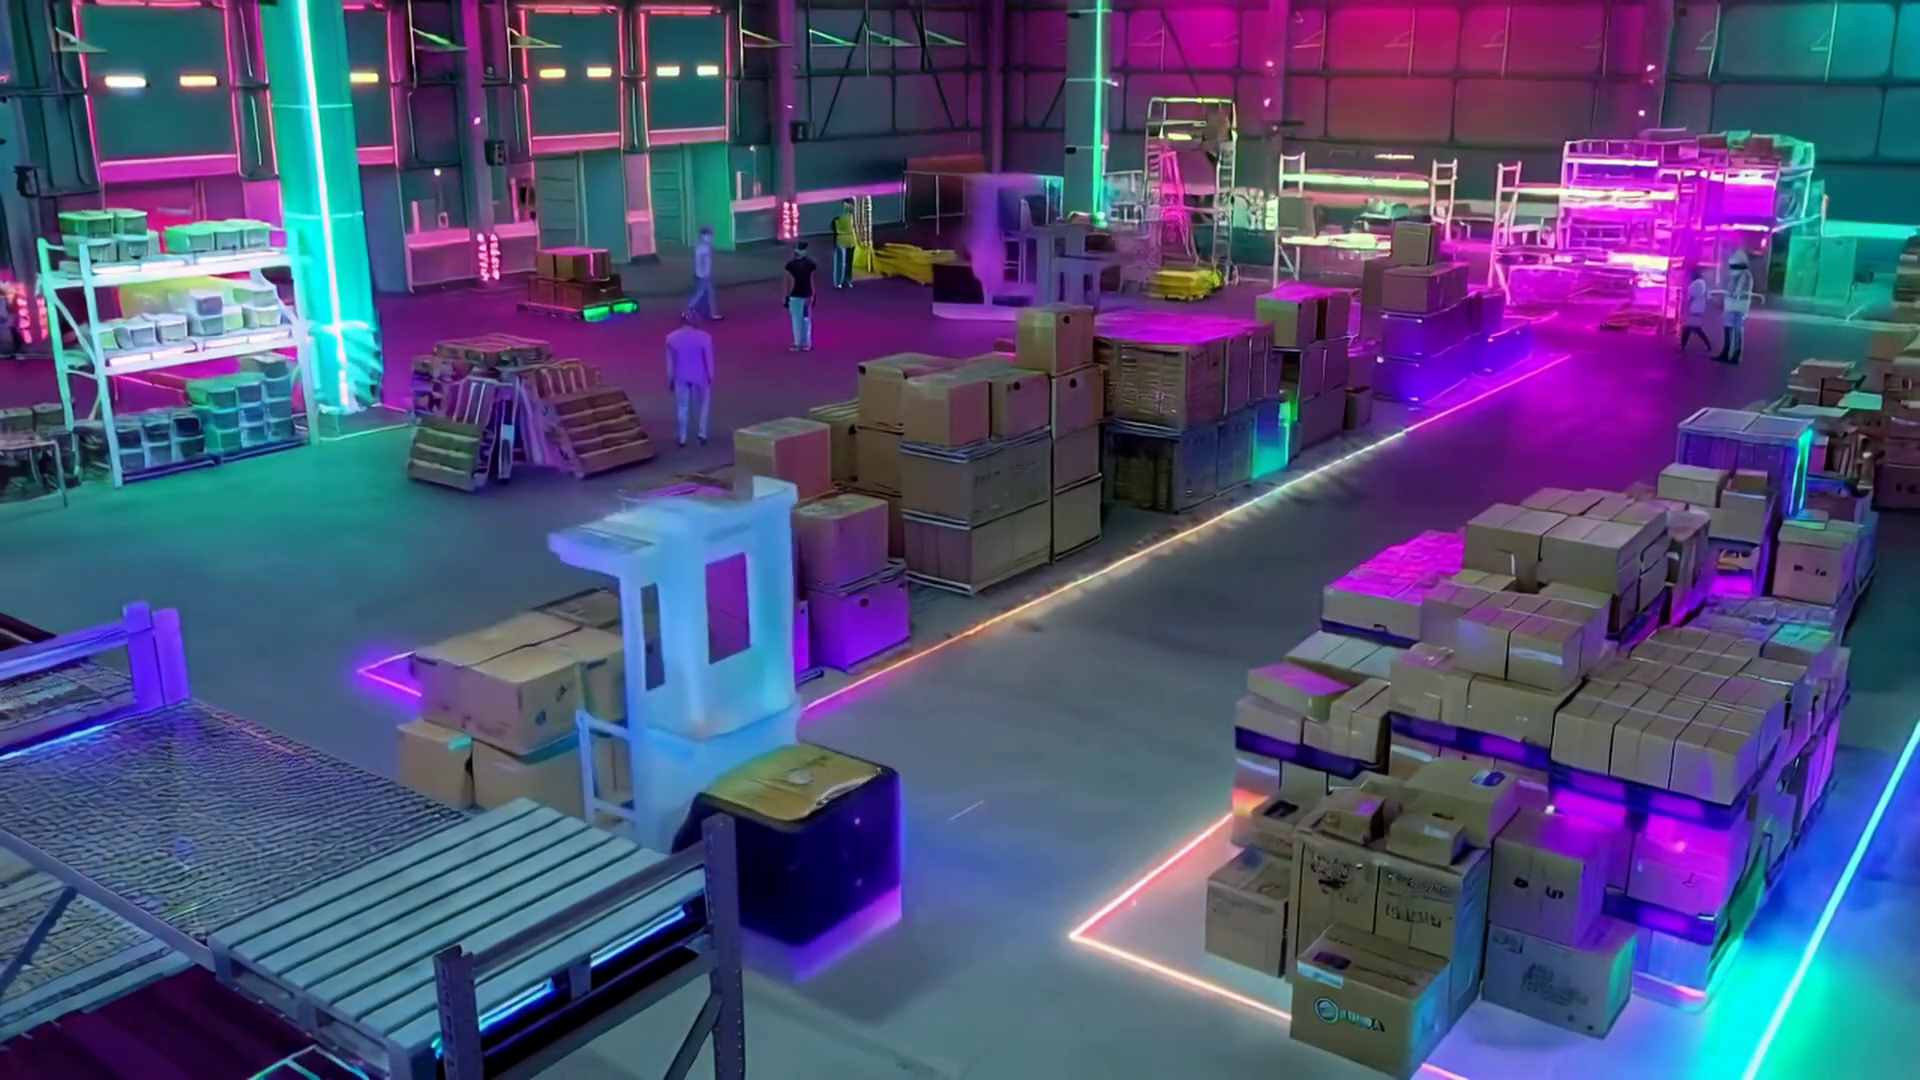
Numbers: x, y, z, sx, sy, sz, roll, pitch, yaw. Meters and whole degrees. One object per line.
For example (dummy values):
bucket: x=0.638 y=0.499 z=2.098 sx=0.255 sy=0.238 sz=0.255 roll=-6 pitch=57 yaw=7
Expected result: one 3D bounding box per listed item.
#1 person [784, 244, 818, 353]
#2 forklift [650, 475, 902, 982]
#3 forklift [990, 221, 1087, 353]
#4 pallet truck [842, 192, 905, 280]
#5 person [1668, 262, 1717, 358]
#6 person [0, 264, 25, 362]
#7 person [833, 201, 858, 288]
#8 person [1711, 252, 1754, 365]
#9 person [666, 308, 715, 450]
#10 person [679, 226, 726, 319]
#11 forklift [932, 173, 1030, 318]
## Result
person: x=-2.831 y=-4.310 z=29.680 sx=0.635 sy=1.928 sz=0.383 roll=-8 pitch=19 yaw=-26
forklift: x=-1.389 y=1.049 z=10.299 sx=1.873 sy=2.768 sz=1.129 roll=12 pitch=21 yaw=35
forklift: x=1.460 y=-3.273 z=24.613 sx=1.873 sy=2.768 sz=1.129 roll=12 pitch=21 yaw=35
pallet truck: x=-1.936 y=-7.159 z=38.982 sx=1.885 sy=1.965 sz=0.823 roll=-12 pitch=21 yaw=-34
person: x=13.001 y=-4.047 z=29.261 sx=0.804 sy=1.661 sz=0.522 roll=11 pitch=20 yaw=31
person: x=-16.521 y=-3.955 z=28.884 sx=0.321 sy=1.696 sz=0.537 roll=-10 pitch=20 yaw=-31
person: x=-2.560 y=-6.637 z=37.399 sx=0.585 sy=1.918 sz=0.409 roll=4 pitch=17 yaw=12
person: x=13.300 y=-3.984 z=28.587 sx=0.374 sy=1.929 sz=0.542 roll=-5 pitch=18 yaw=-17
person: x=-3.669 y=-2.212 z=22.772 sx=0.678 sy=1.904 sz=0.721 roll=2 pitch=17 yaw=7
person: x=-5.162 y=-5.304 z=33.043 sx=0.857 sy=1.884 sz=0.621 roll=-2 pitch=17 yaw=-7
forklift: x=0.432 y=-5.931 z=33.414 sx=1.873 sy=2.768 sz=1.129 roll=3 pitch=17 yaw=8
